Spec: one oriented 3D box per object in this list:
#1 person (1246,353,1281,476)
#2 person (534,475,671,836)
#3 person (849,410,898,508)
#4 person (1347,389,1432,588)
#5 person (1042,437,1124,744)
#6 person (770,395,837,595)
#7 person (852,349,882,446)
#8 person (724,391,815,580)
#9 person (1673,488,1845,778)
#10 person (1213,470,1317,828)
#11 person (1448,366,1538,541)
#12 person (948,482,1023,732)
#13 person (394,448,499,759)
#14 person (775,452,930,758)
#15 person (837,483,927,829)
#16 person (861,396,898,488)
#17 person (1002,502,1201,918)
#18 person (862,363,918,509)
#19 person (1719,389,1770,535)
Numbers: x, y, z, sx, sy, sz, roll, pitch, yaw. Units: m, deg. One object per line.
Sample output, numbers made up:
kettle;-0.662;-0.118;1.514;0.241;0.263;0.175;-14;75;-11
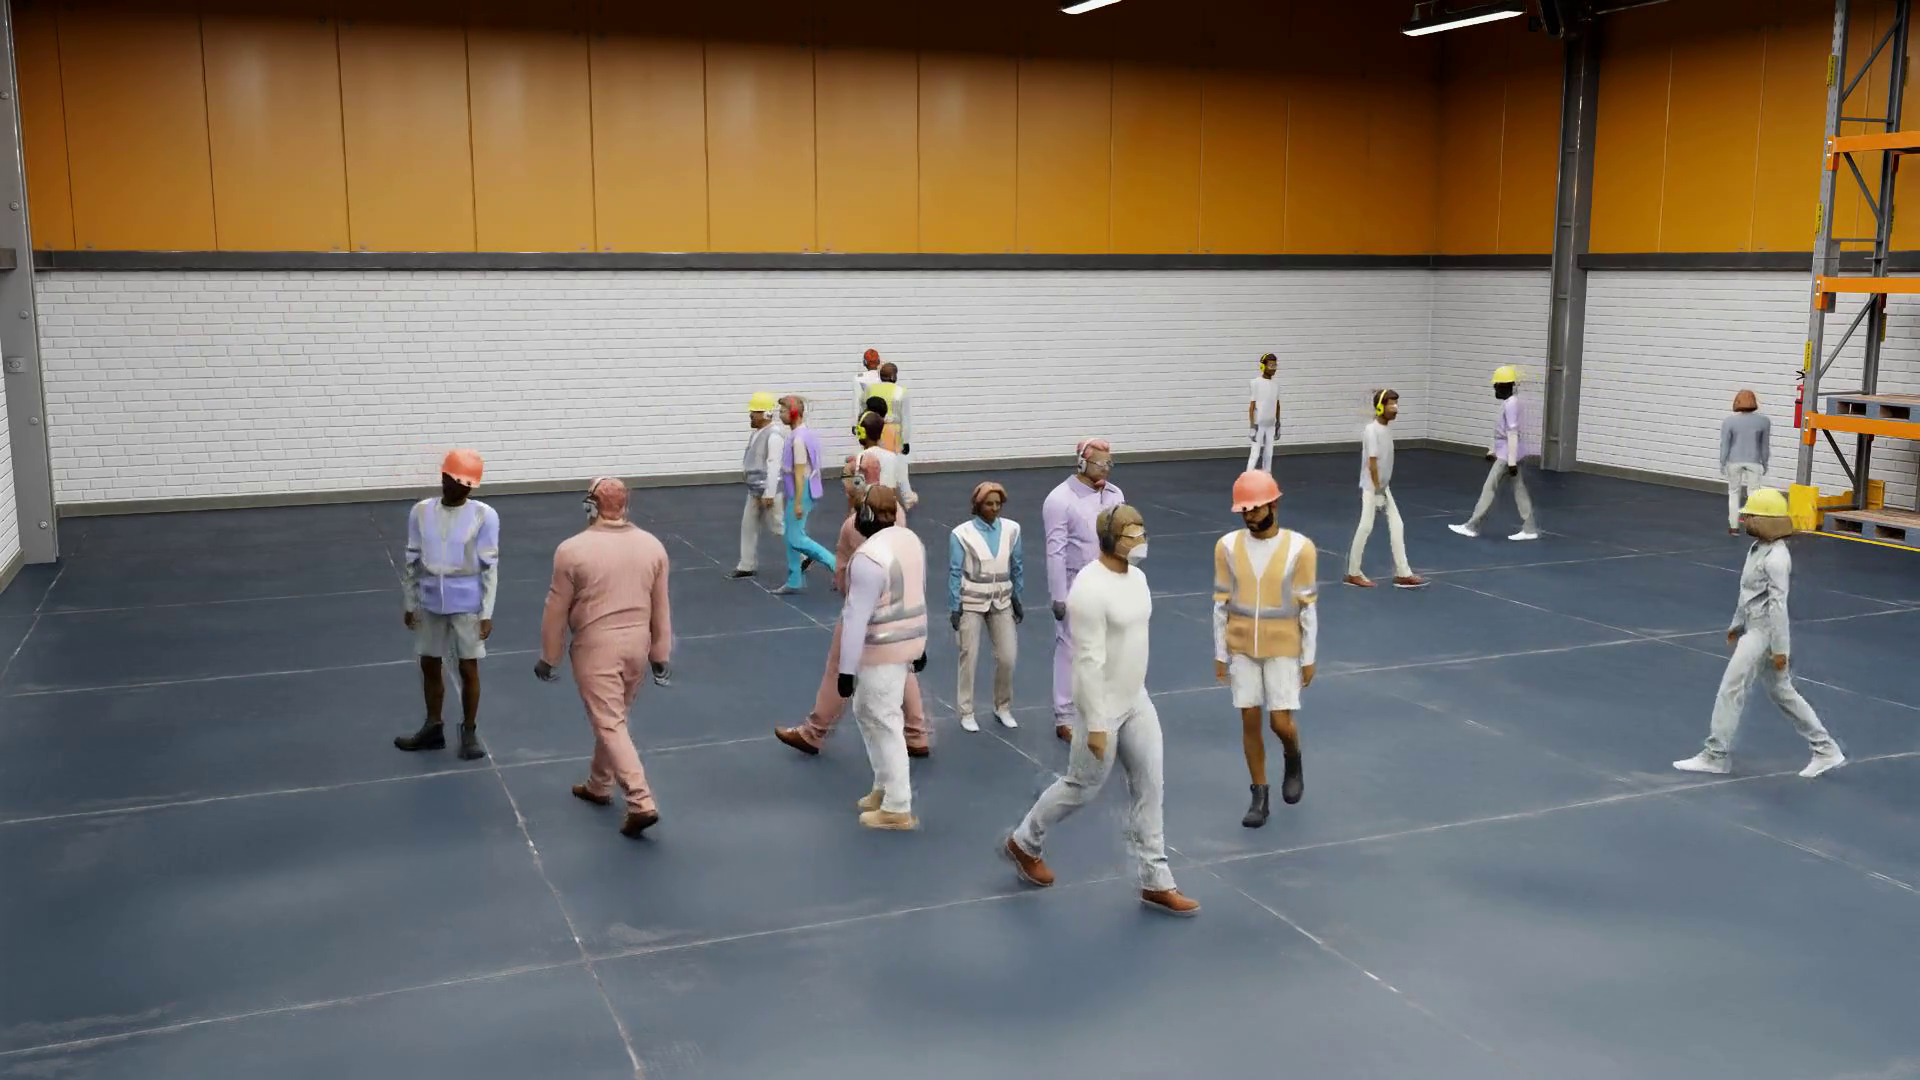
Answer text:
person;3.879;-1.446;21.174;0.507;1.859;0.349;-5;11;-28
person;-1.839;0.593;8.817;0.984;1.866;0.652;9;13;44
person;-0.673;-0.071;12.835;0.432;1.855;0.541;9;13;43
person;3.924;-0.443;15.136;0.865;1.833;0.571;7;11;35
person;0.816;0.309;10.384;0.642;1.906;0.410;-8;12;-41
person;-1.365;-0.387;14.849;0.628;1.826;0.572;-1;9;-6
person;-1.131;-1.543;21.662;0.573;1.886;0.355;-3;10;-20
person;-1.779;-0.511;15.696;0.830;1.797;0.611;-5;10;-27
person;4.680;0.541;9.581;0.880;1.706;0.480;4;10;21
person;1.617;0.567;8.828;0.550;1.909;0.519;4;10;23
person;5.804;-0.924;17.924;0.976;1.882;0.610;4;10;23
person;0.162;0.427;10.546;0.522;1.613;0.367;-5;10;-27
person;-3.109;0.389;9.968;0.732;1.901;0.350;1;9;7
person;-0.612;0.395;9.999;0.963;1.855;0.655;4;10;21
person;-0.428;0.616;8.781;0.512;1.815;0.745;4;10;21
person;-0.836;-0.627;16.823;0.861;1.648;0.536;3;10;18
person;0.647;0.756;7.698;0.967;1.908;0.638;7;11;35
person;-0.821;-1.220;19.951;0.659;1.798;0.919;4;10;22
person;8.562;-0.834;18.146;0.521;1.616;0.508;3;10;15
